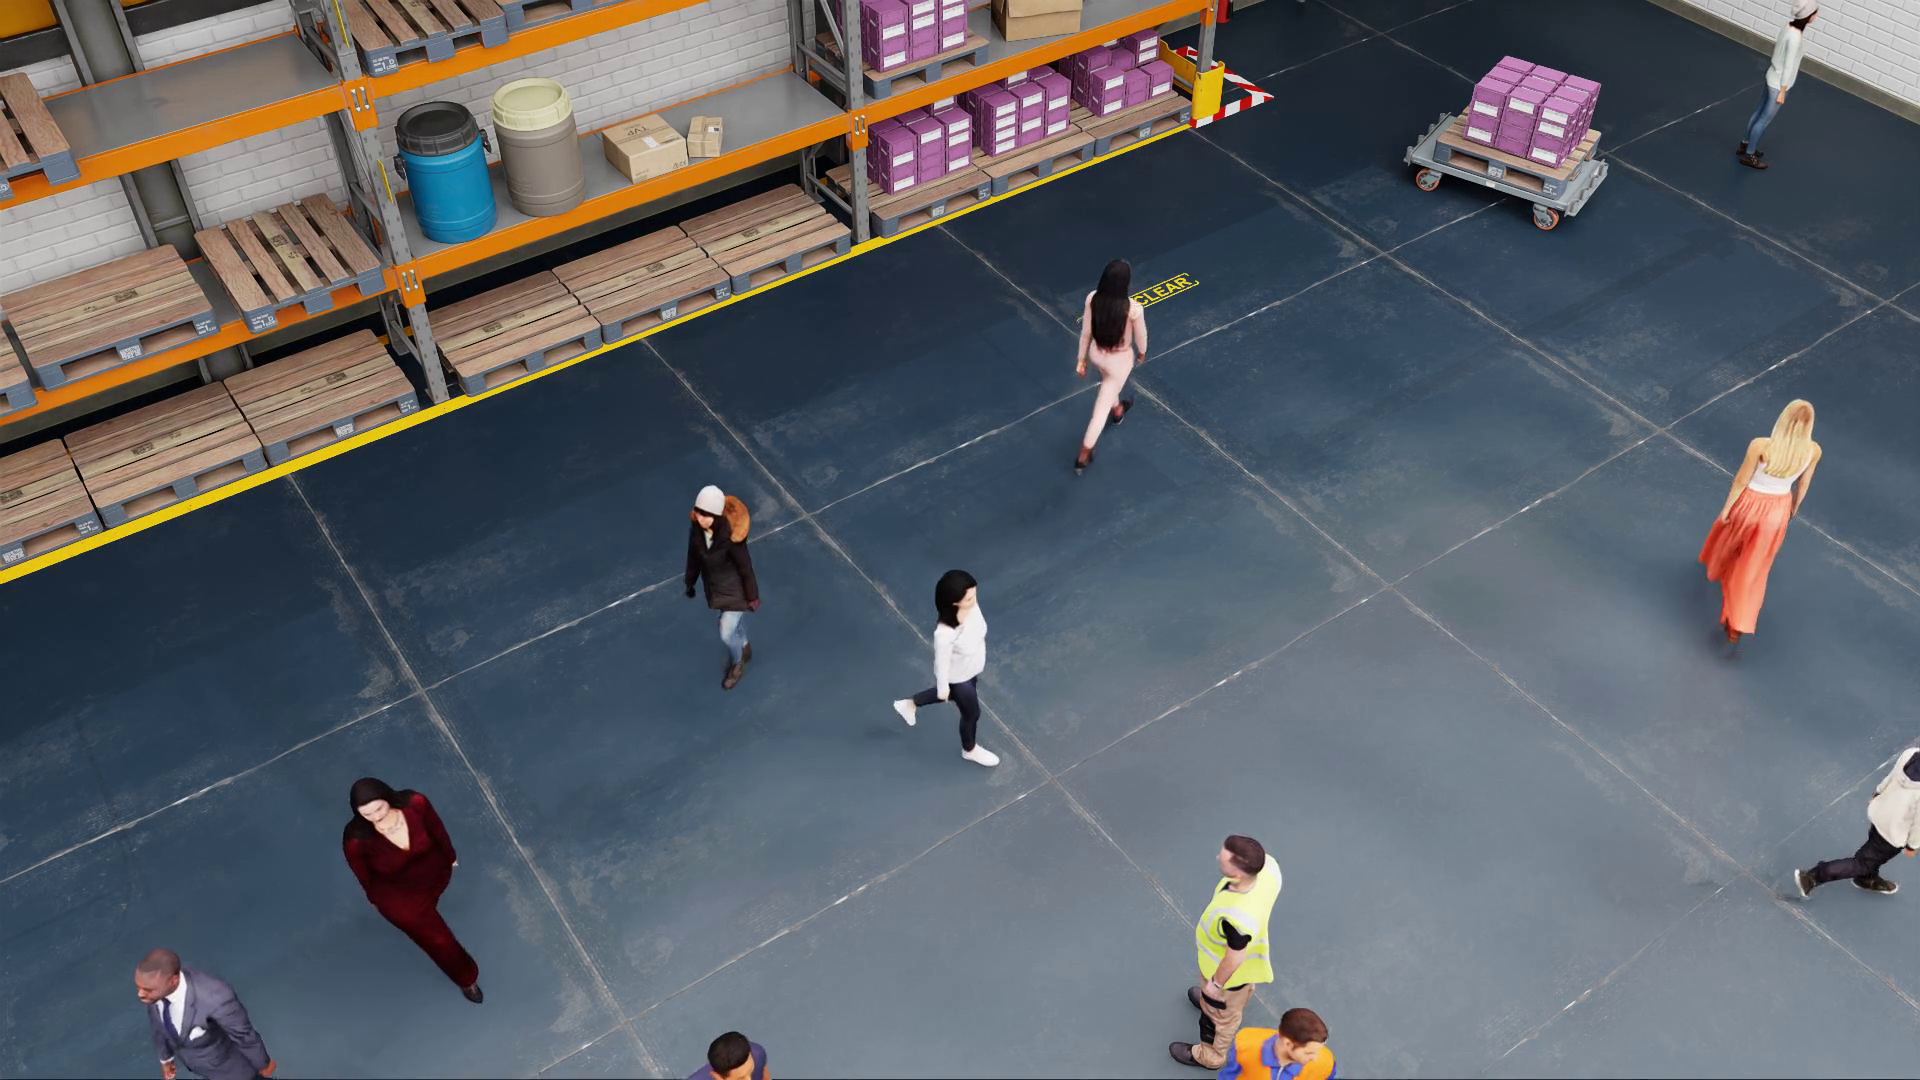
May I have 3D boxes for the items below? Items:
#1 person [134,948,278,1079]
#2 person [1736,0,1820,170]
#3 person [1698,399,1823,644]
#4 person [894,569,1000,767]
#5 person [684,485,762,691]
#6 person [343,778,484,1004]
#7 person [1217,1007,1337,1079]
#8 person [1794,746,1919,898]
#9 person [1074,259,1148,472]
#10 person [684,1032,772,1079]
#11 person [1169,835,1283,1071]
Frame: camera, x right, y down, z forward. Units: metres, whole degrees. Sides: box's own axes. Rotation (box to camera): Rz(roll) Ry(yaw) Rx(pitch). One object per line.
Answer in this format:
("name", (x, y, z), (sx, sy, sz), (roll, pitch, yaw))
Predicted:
("person", (-3.599, 2.488, 8.226), (0.924, 1.798, 1.018), (20, 47, 20))
("person", (7.596, -4.262, 15.422), (0.699, 1.644, 0.631), (8, 44, 9))
("person", (5.282, -0.106, 10.977), (1.180, 1.759, 1.281), (10, 44, 10))
("person", (-0.089, 0.761, 10.127), (0.997, 1.676, 0.973), (11, 45, 12))
("person", (-1.456, 0.240, 10.713), (0.722, 1.622, 0.722), (27, 50, 25))
("person", (-3.037, 1.787, 9.026), (0.942, 1.710, 1.137), (29, 51, 27))
("person", (1.532, 2.729, 7.961), (1.079, 1.814, 1.153), (15, 46, 15))
("person", (5.219, 1.590, 9.430), (1.000, 1.436, 0.915), (4, 44, 4))
("person", (1.067, -1.236, 12.227), (0.857, 1.671, 1.202), (26, 50, 25))
("person", (-1.148, 2.771, 7.964), (0.998, 1.748, 0.783), (-33, 53, -30))
("person", (1.396, 2.112, 8.586), (0.895, 1.846, 0.814), (19, 47, 19))
